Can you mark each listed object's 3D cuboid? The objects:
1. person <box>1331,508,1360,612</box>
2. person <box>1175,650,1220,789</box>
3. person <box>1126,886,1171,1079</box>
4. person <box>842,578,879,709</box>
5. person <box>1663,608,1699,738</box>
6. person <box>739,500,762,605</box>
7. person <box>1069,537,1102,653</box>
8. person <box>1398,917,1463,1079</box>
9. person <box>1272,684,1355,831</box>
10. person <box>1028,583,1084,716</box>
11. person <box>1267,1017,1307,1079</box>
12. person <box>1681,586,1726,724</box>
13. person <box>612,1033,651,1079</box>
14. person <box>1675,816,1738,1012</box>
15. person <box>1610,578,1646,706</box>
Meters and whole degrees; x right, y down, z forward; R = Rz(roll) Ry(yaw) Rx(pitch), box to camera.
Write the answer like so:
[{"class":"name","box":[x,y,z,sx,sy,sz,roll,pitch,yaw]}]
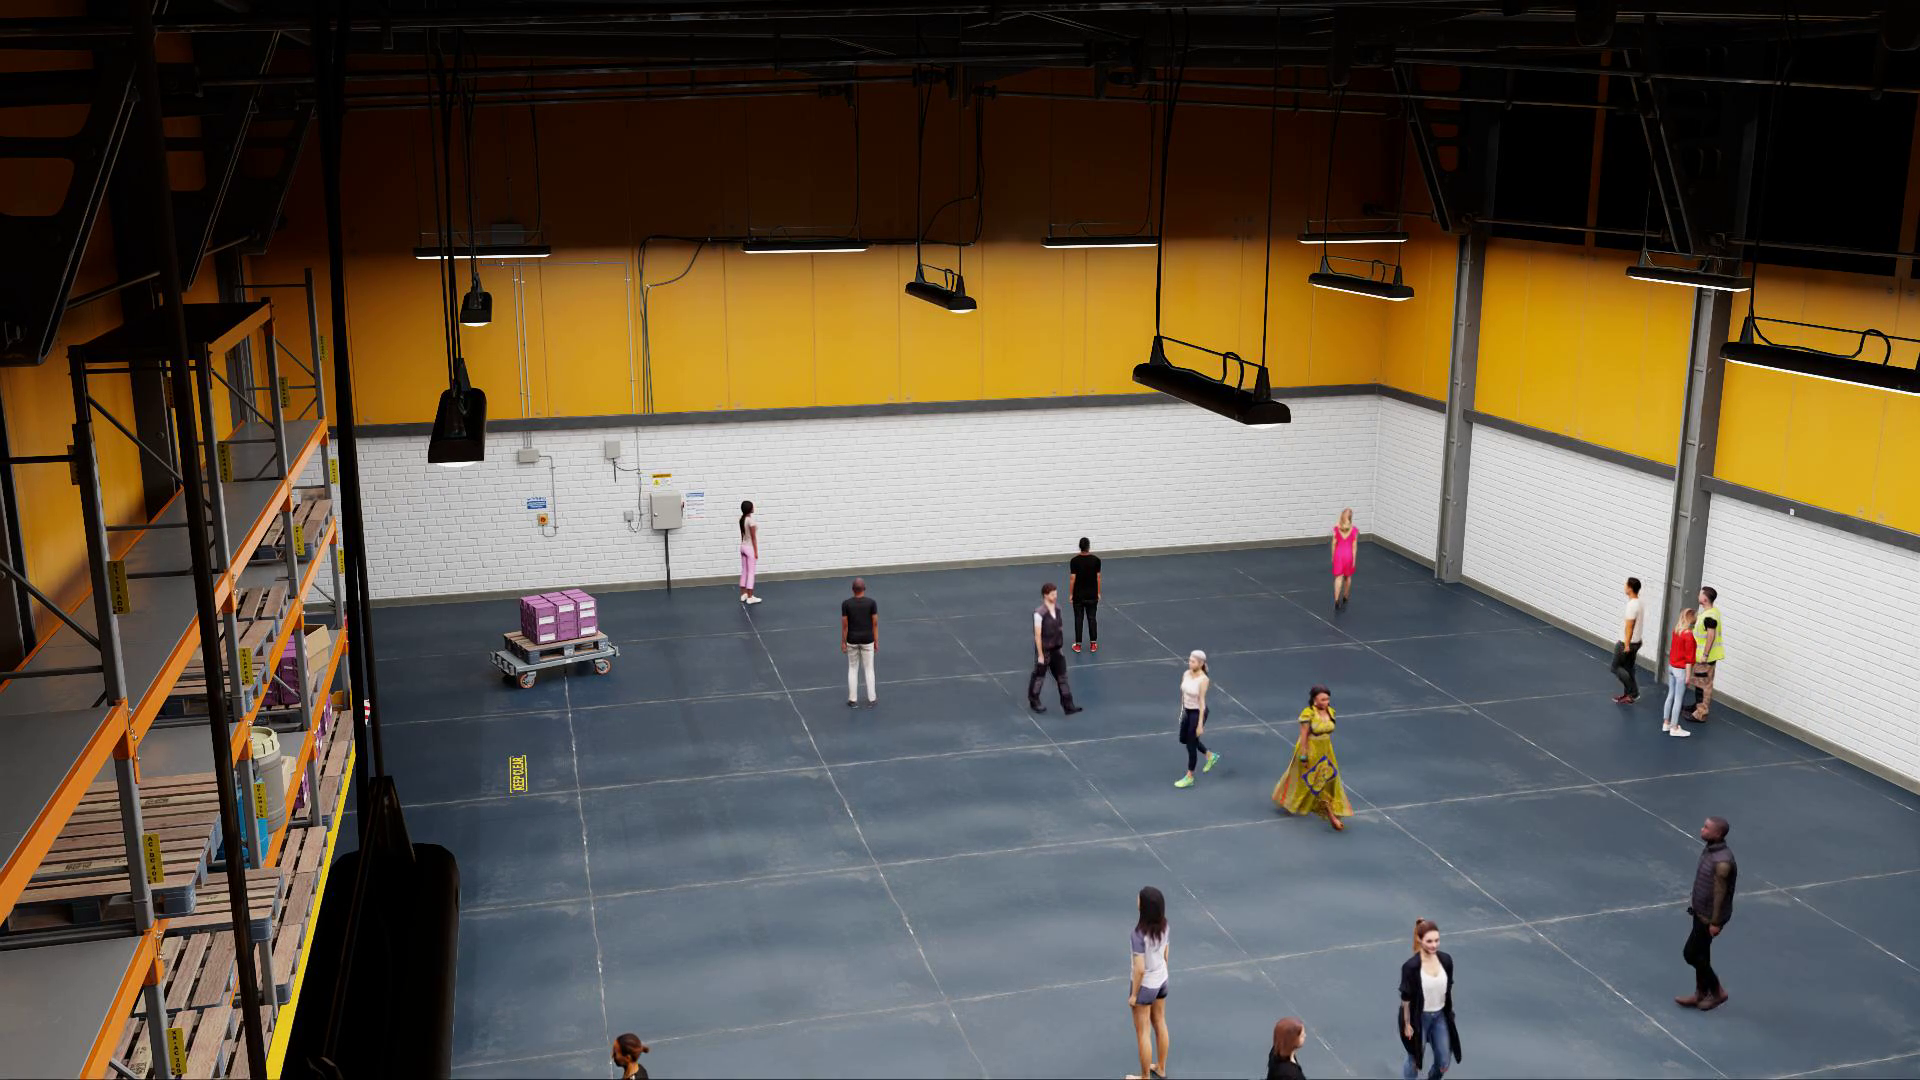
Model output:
[{"class":"person","box":[6.269,0.349,27.263,0.949,1.684,1.088,5,15,21]},{"class":"person","box":[2.875,2.118,19.937,0.757,1.694,0.862,-6,15,-23]},{"class":"person","box":[1.548,3.637,13.579,0.661,1.733,0.667,-13,19,-43]},{"class":"person","box":[-1.365,1.396,22.683,0.687,1.804,0.620,-2,14,-8]},{"class":"person","box":[9.364,1.702,21.634,0.714,1.704,0.521,-1,14,-3]},{"class":"person","box":[-3.538,0.183,27.825,0.702,1.741,0.568,-10,17,-36]},{"class":"person","box":[1.890,0.821,25.160,0.665,1.755,0.589,-1,14,-5]},{"class":"person","box":[3.642,3.759,13.204,0.646,1.673,0.666,-3,14,-13]},{"class":"person","box":[3.952,2.421,18.858,0.976,1.612,1.305,-8,16,-31]},{"class":"person","box":[1.114,1.464,22.378,0.999,1.815,1.208,-12,18,-40]},{"class":"person","box":[2.161,4.147,11.629,0.817,1.659,1.077,-1,14,-4]},{"class":"person","box":[9.921,1.504,22.148,0.922,1.845,0.859,7,15,27]},{"class":"person","box":[-2.218,4.174,11.500,0.661,1.667,0.477,-2,14,-9]},{"class":"person","box":[6.697,3.317,14.696,0.907,1.830,0.787,3,14,11]},{"class":"person","box":[9.221,1.410,22.665,0.843,1.784,0.795,10,17,37]}]
